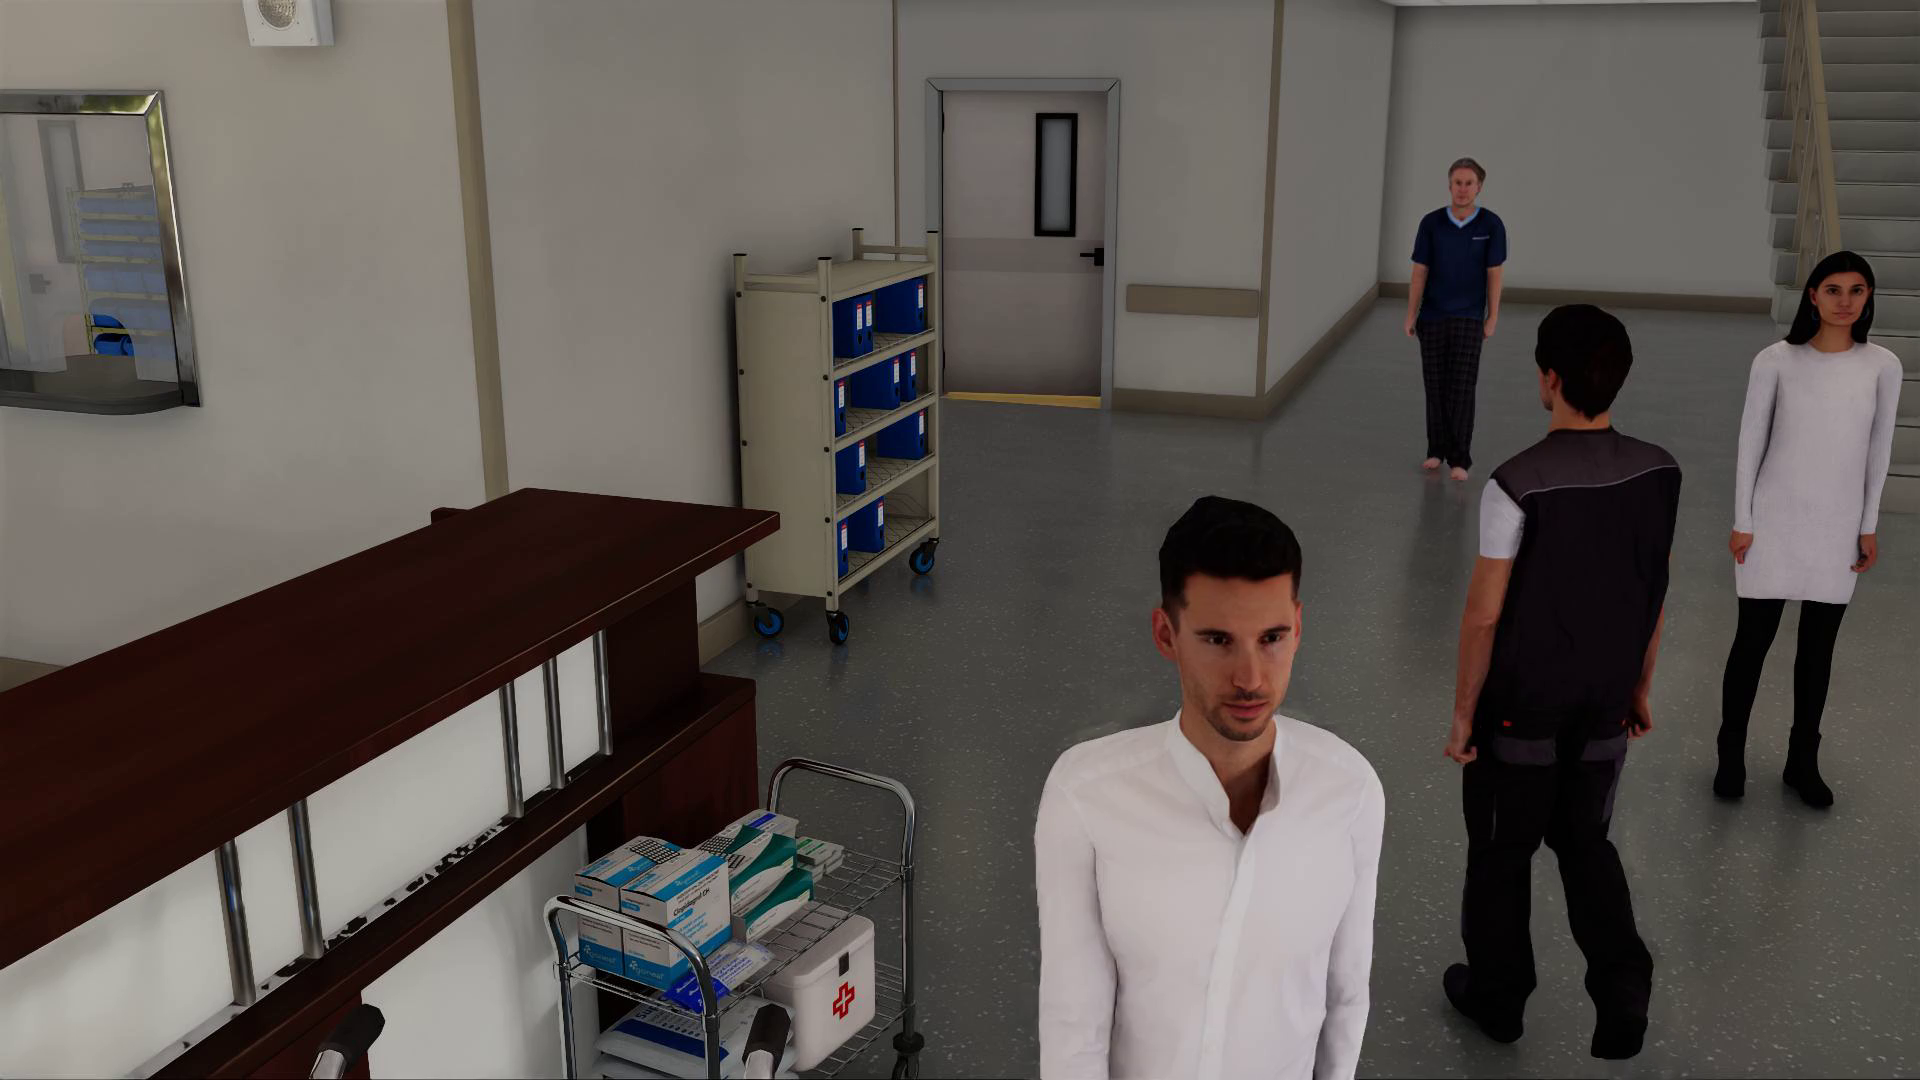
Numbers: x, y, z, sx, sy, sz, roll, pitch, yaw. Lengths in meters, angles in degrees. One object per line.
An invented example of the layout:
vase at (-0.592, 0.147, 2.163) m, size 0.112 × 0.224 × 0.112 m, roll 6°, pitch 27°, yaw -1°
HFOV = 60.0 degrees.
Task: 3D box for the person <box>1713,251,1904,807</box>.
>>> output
person at (2.750, -0.031, 5.409) m, size 0.630 × 1.809 × 0.567 m, roll 3°, pitch 16°, yaw 12°

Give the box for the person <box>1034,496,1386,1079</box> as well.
person at (0.307, 0.815, 2.359) m, size 0.853 × 1.835 × 1.172 m, roll 0°, pitch 16°, yaw 1°

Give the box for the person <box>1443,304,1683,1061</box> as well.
person at (1.423, 0.394, 3.846) m, size 0.919 × 1.839 × 1.024 m, roll -3°, pitch 16°, yaw -11°

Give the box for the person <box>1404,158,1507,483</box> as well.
person at (2.924, -1.308, 9.867) m, size 0.731 × 1.848 × 0.870 m, roll 8°, pitch 18°, yaw 27°
